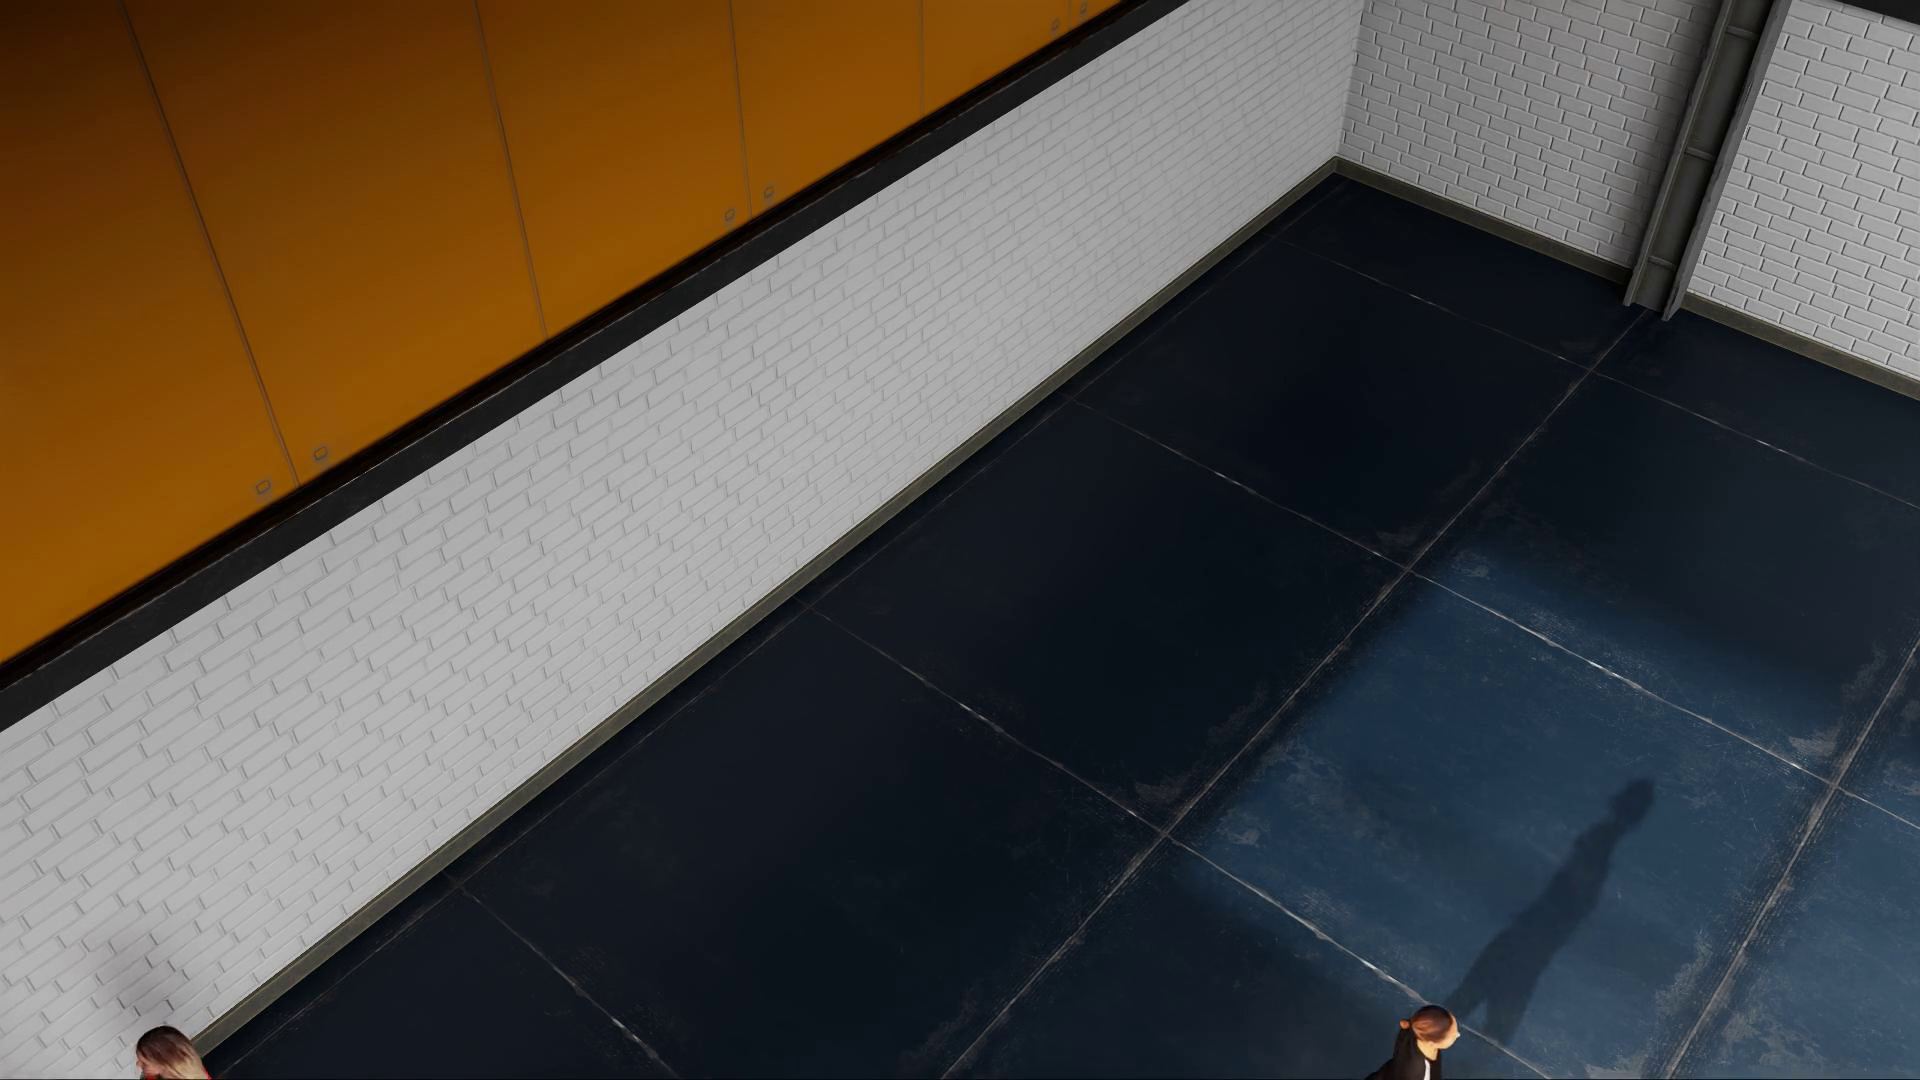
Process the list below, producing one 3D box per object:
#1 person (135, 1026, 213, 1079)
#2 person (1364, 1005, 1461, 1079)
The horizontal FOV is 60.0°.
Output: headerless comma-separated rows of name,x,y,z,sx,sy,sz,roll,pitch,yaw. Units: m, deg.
person,-3.533,2.781,7.869,0.684,1.693,0.523,-30,51,-28
person,2.001,2.706,8.001,1.178,1.621,0.954,7,44,7
